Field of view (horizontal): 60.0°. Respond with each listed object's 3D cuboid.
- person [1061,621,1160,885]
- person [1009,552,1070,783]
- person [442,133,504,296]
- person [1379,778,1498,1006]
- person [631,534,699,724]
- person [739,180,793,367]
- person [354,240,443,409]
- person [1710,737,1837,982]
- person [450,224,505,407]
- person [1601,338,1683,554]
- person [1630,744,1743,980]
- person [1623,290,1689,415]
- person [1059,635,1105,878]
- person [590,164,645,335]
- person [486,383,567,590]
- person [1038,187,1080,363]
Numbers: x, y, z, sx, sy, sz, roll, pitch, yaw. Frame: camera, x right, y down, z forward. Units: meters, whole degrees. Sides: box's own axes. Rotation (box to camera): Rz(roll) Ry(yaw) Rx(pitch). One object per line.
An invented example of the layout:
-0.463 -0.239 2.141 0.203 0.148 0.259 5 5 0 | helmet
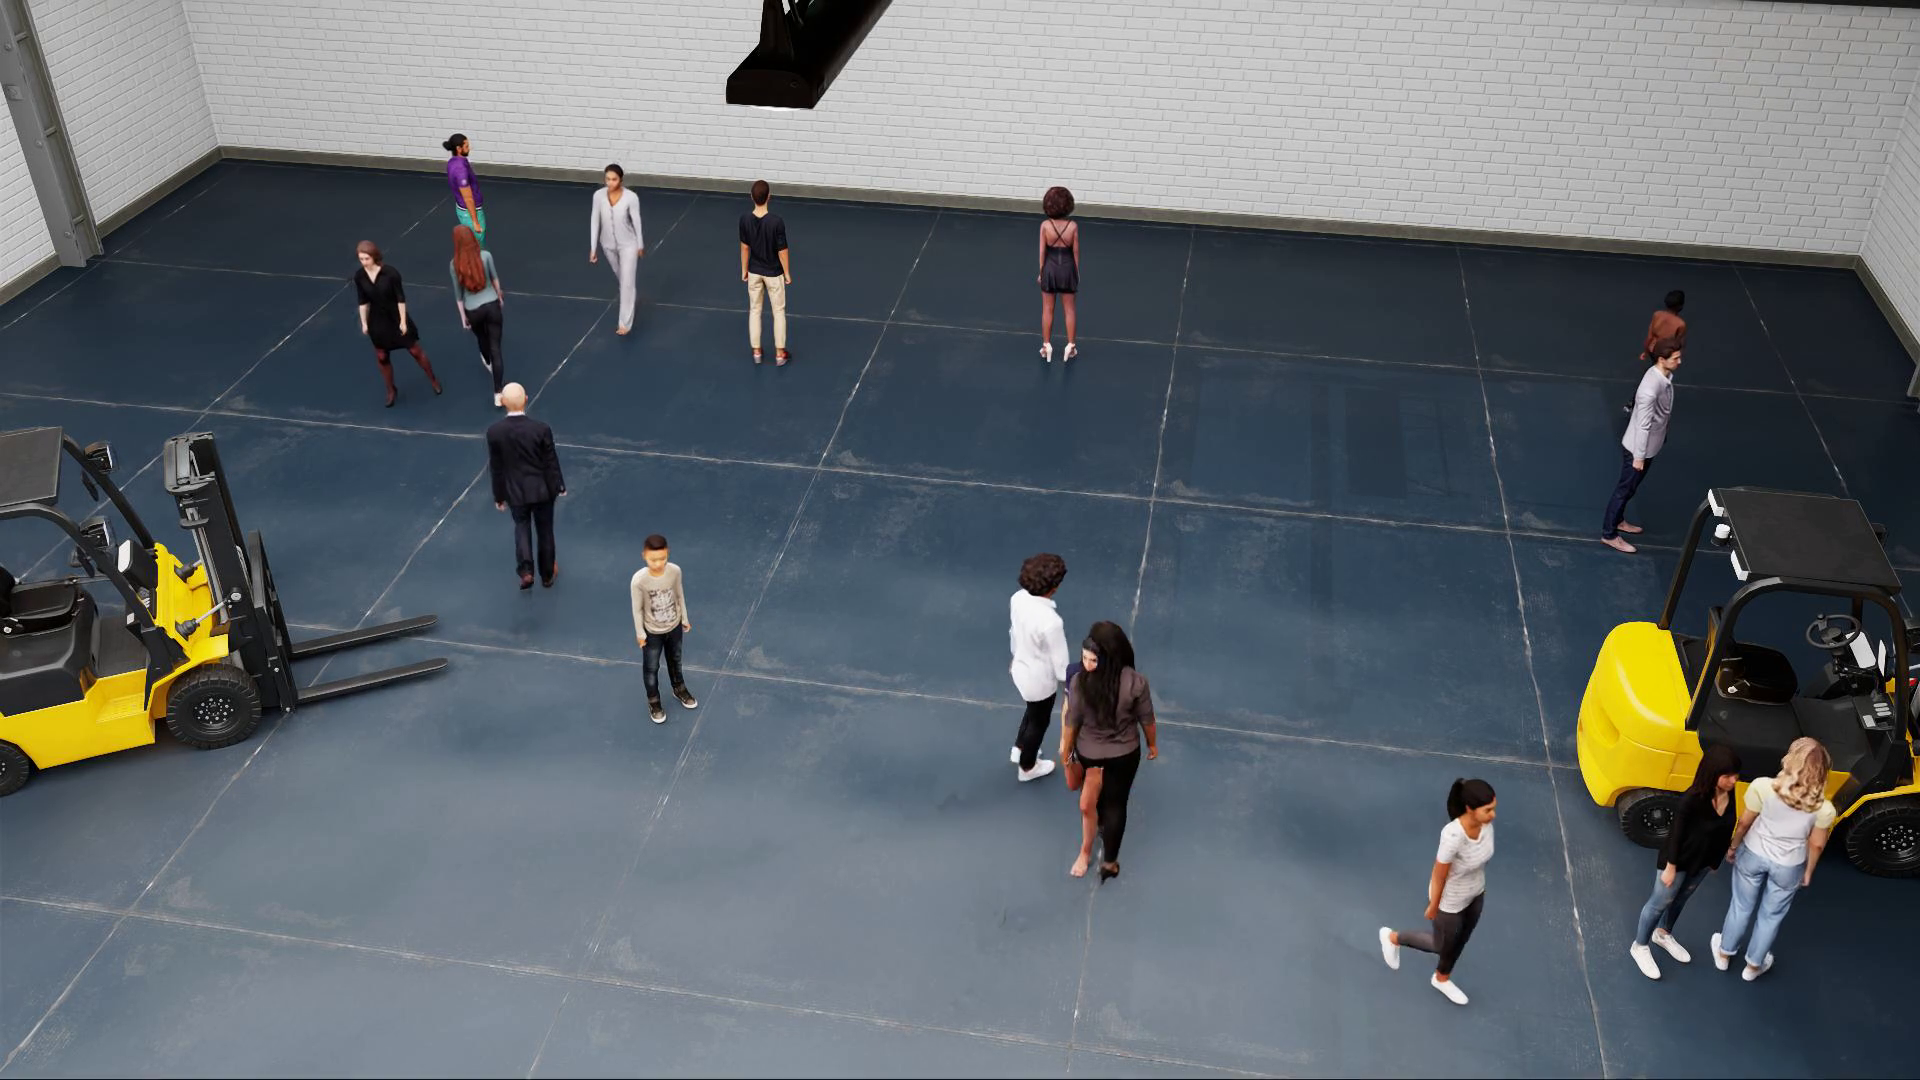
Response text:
0.876 1.377 10.250 0.750 1.802 0.783 9 35 14 | person
0.445 0.893 10.982 0.811 1.799 0.733 -17 37 -23 | person
-5.170 -3.419 17.495 0.774 1.768 0.689 -16 37 -23 | person
2.761 1.972 9.512 0.853 1.628 0.887 -26 42 -34 | person
-2.113 0.589 11.739 0.629 1.465 0.692 -22 39 -29 | person
-1.888 -2.596 16.182 0.637 1.851 0.549 7 34 10 | person
-5.320 -2.019 15.457 0.782 1.693 0.741 1 34 1 | person
4.698 1.856 9.599 0.697 1.724 0.658 20 38 27 | person
-4.435 -2.059 15.533 0.992 1.676 1.260 -11 35 -16 | person
5.535 -0.807 13.491 0.807 1.851 0.626 17 37 23 | person
4.245 1.837 9.699 0.656 1.646 0.691 -16 37 -22 | person
6.459 -1.713 15.411 0.932 1.235 0.901 -18 38 -25 | person
0.854 1.252 10.498 0.802 1.735 1.076 17 37 23 | person
-3.456 -3.035 16.990 0.638 1.688 1.146 6 34 9 | person
-3.338 -0.339 12.845 0.790 1.786 0.859 -3 34 -4 | person
0.963 -2.573 16.206 0.597 1.787 0.592 1 34 2 | person
